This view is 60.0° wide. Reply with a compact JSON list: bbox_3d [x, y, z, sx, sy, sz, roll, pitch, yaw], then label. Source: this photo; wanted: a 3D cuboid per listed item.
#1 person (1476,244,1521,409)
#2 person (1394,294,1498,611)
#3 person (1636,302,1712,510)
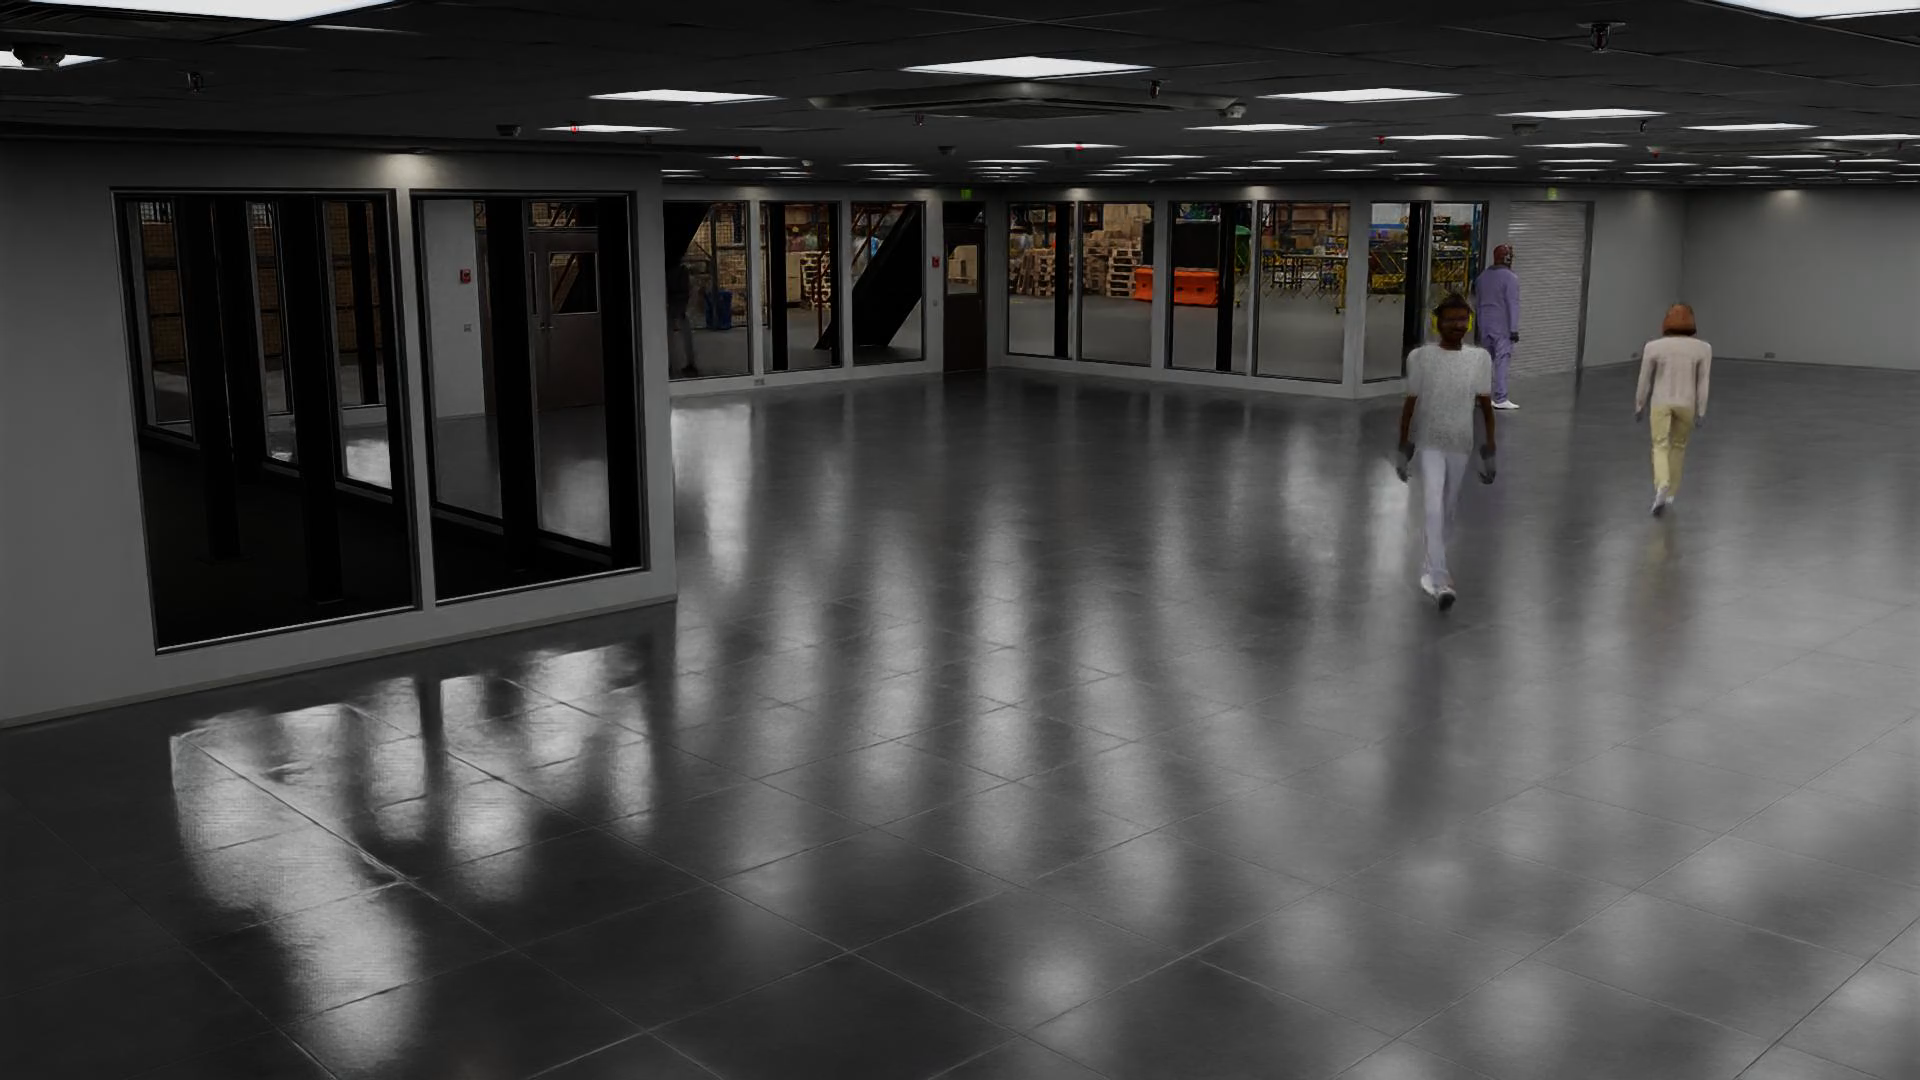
[{"bbox_3d":[6.298,-2.484,19.406,0.410,1.909,0.643,-5,12,-24],"label":"person"},{"bbox_3d":[2.868,-0.508,9.720,0.555,1.822,0.941,0,11,1],"label":"person"},{"bbox_3d":[5.516,-1.027,12.866,0.508,1.608,0.730,3,12,15],"label":"person"}]
